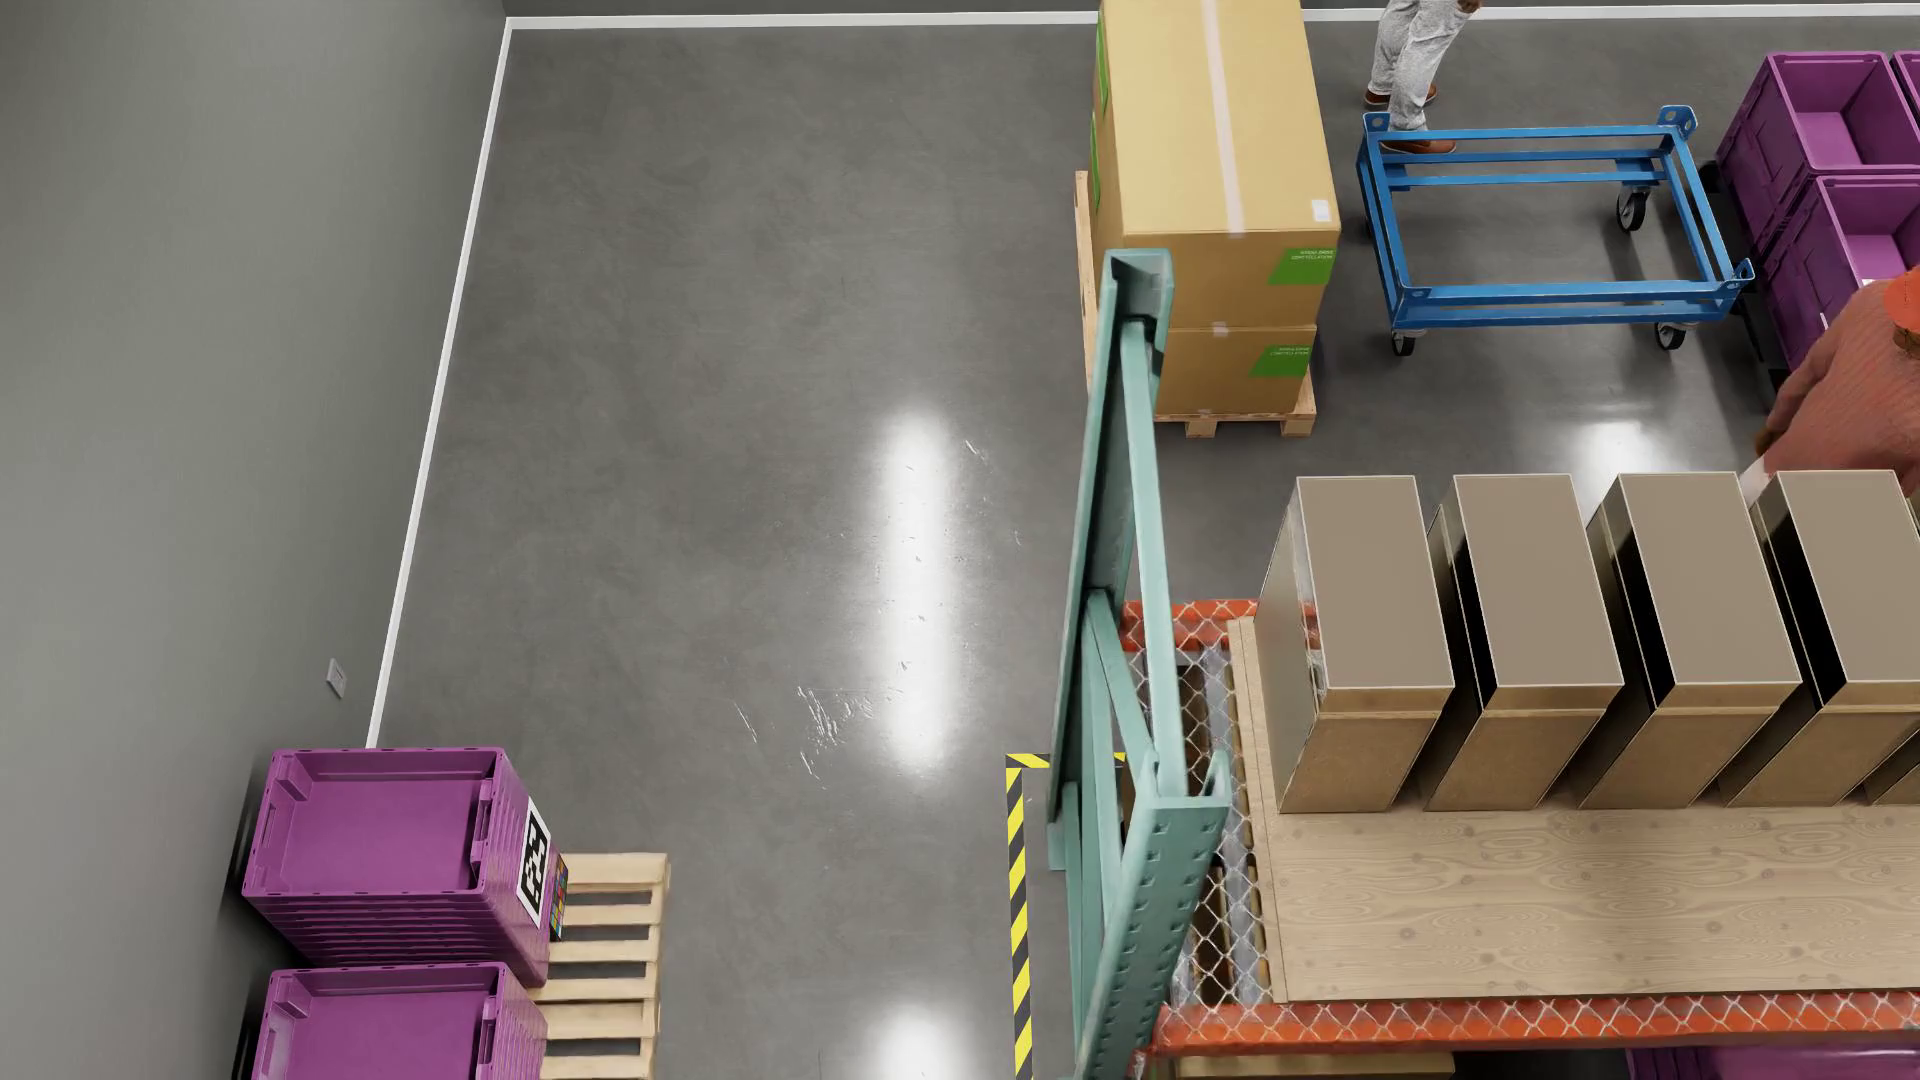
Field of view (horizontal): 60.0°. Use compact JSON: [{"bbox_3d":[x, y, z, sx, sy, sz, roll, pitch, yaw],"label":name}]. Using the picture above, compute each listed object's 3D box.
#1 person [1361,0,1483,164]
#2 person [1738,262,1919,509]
[{"bbox_3d":[1.825,-2.233,6.071,0.364,1.939,0.636,-3,58,-2],"label":"person"},{"bbox_3d":[2.505,-0.161,4.741,0.604,1.976,0.619,-11,58,-7],"label":"person"}]
